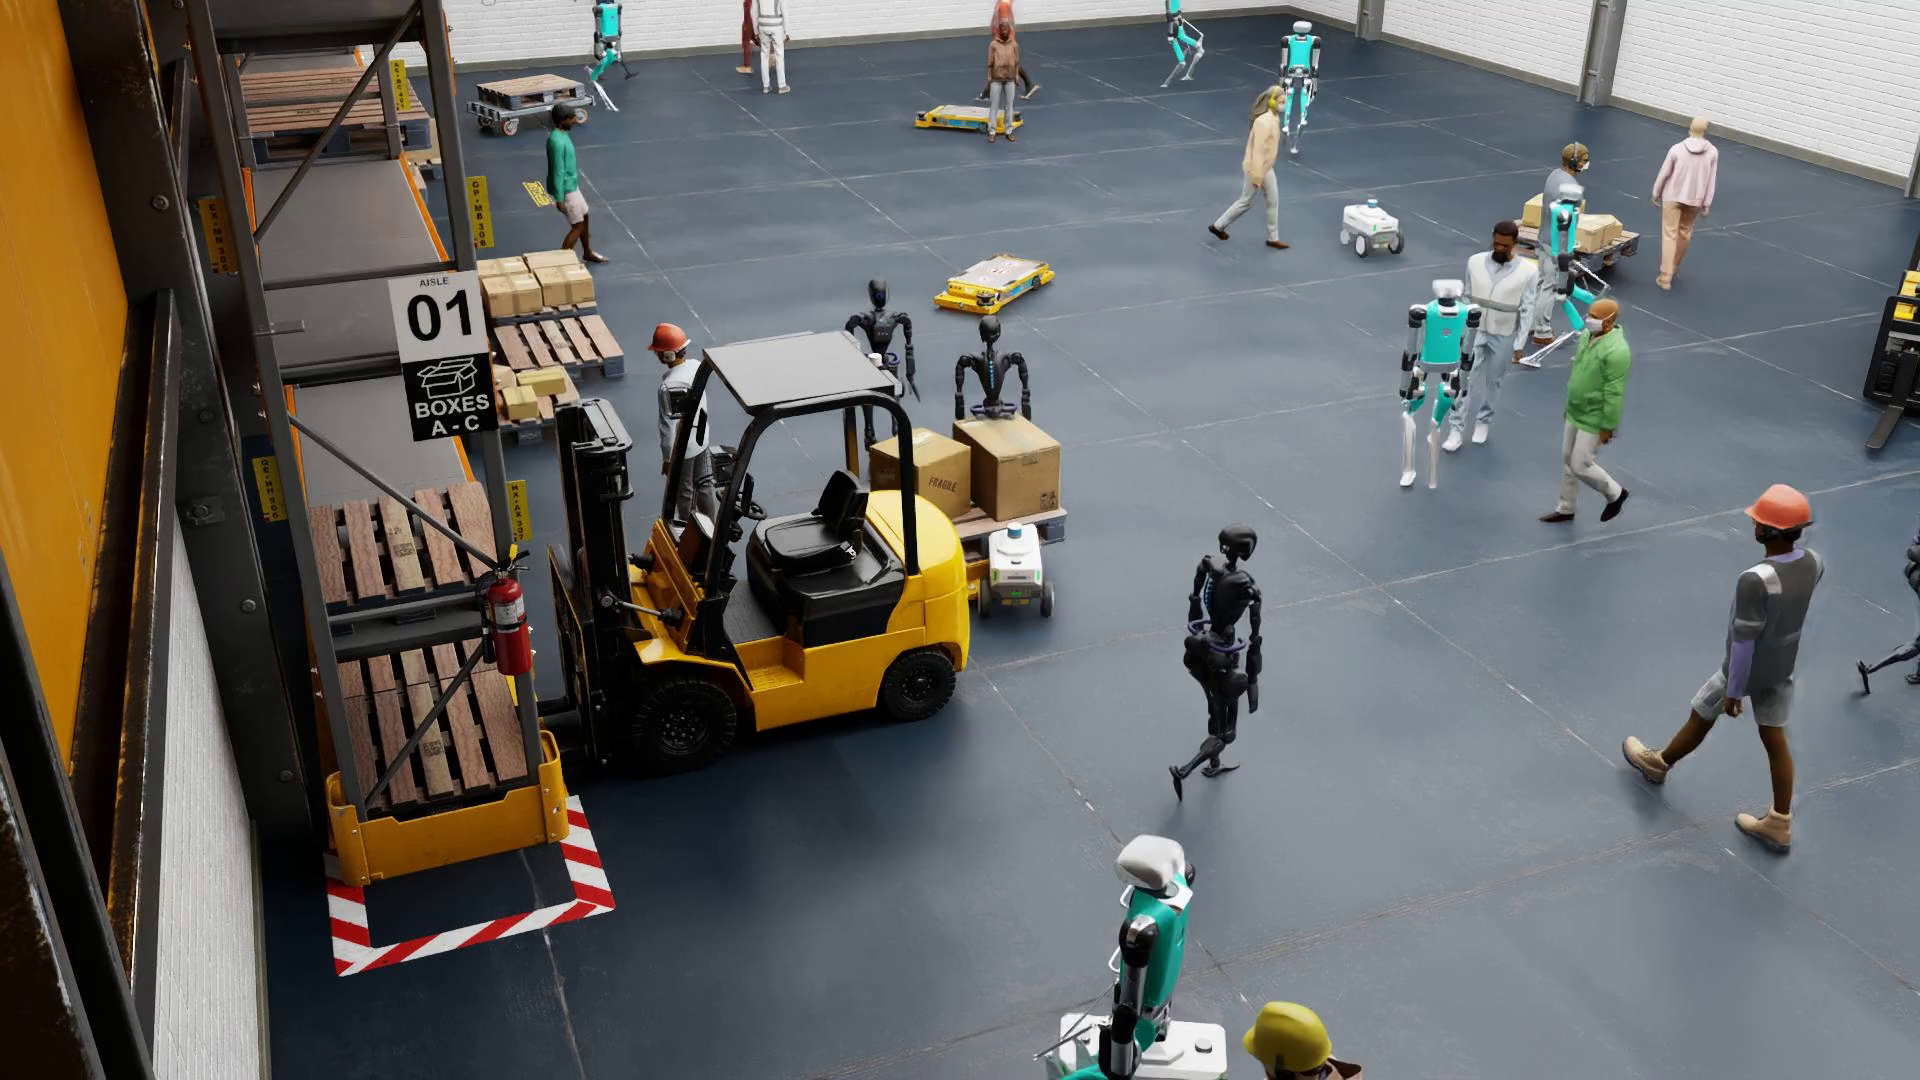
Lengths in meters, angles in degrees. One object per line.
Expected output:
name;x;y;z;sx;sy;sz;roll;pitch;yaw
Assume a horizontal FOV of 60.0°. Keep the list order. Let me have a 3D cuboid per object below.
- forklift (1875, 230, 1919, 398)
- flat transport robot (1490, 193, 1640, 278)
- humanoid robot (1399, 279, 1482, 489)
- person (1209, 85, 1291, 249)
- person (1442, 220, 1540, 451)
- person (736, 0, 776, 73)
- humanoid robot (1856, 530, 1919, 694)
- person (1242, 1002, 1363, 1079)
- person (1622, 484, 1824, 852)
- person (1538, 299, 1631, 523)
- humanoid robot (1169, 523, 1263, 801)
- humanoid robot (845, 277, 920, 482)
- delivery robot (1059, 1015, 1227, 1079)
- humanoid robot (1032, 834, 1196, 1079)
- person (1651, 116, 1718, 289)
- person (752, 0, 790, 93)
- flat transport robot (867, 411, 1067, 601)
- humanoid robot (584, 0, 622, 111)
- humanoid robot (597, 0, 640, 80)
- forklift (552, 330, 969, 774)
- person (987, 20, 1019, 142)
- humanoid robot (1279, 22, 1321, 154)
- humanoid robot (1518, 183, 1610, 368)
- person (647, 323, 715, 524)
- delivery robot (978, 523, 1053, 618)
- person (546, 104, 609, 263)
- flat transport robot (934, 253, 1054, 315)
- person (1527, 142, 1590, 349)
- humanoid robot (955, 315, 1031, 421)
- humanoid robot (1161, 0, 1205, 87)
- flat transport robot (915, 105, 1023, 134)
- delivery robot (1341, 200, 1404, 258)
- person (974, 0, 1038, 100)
forklift;9.029;-2.397;14.618;1.214;2.155;2.313;18;32;32
flat transport robot;6.511;-3.027;18.009;1.431;0.231;0.659;-23;35;-38
humanoid robot;3.588;-1.190;12.761;0.532;1.822;0.746;1;27;1
person;3.291;-4.169;18.560;0.883;1.831;0.587;14;30;25
person;4.246;-1.612;13.380;0.607;1.894;0.799;16;31;29
person;-3.407;-8.594;27.422;0.626;1.752;0.478;13;29;24
humanoid robot;5.876;0.180;10.084;0.637;1.639;0.615;0;27;0
person;1.111;2.314;5.615;0.433;1.858;0.803;6;27;12
person;4.186;0.621;8.850;0.620;1.983;1.074;-13;30;-25
person;4.645;-0.921;12.154;0.501;1.771;0.557;-5;27;-9
humanoid robot;1.367;0.657;9.140;0.627;1.637;0.609;-16;31;-28
humanoid robot;-0.617;-1.233;12.869;0.602;1.649;0.332;-7;27;-13
delivery robot;0.788;2.264;7.141;0.735;0.573;0.511;2;27;5
humanoid robot;0.551;1.909;6.570;0.647;1.812;0.538;13;29;24
person;7.548;-3.588;17.469;0.547;1.749;0.858;3;27;5
person;-2.951;-7.963;26.029;0.583;1.882;0.337;5;27;10
flat transport robot;-0.015;0.014;11.960;0.659;0.231;1.431;-13;29;-23
humanoid robot;-5.490;-7.342;25.000;0.910;1.796;0.551;17;31;29
humanoid robot;-5.642;-8.286;26.935;0.748;1.631;0.583;-11;29;-21
forklift;-1.094;0.010;9.831;2.313;2.155;1.214;-10;28;-20
person;0.596;-6.386;23.146;0.459;1.651;0.327;-4;27;-8
humanoid robot;4.494;-5.944;22.219;0.538;1.811;0.757;6;27;11
humanoid robot;5.639;-2.332;14.996;0.910;1.747;0.544;7;27;13
person;-1.969;-0.681;11.730;0.350;1.718;0.565;9;28;17
delivery robot;0.370;0.187;11.315;0.499;0.611;0.811;0;27;-1
person;-4.118;-3.735;17.722;0.591;1.805;0.684;-3;27;-7
flat transport robot;0.368;-2.668;17.295;0.659;0.231;1.431;15;30;26
person;5.622;-2.779;15.658;0.356;1.937;0.634;1;27;1
humanoid robot;0.249;-0.820;12.060;0.590;1.645;0.446;-1;27;-1
humanoid robot;3.586;-8.049;26.387;0.810;1.801;0.546;11;29;21
flat transport robot;0.135;-6.101;24.123;1.431;0.231;0.659;9;28;18
delivery robot;4.602;-3.506;18.632;0.499;0.585;0.765;-8;28;-16
person;0.729;-7.703;25.475;0.960;1.928;0.615;2;27;4
